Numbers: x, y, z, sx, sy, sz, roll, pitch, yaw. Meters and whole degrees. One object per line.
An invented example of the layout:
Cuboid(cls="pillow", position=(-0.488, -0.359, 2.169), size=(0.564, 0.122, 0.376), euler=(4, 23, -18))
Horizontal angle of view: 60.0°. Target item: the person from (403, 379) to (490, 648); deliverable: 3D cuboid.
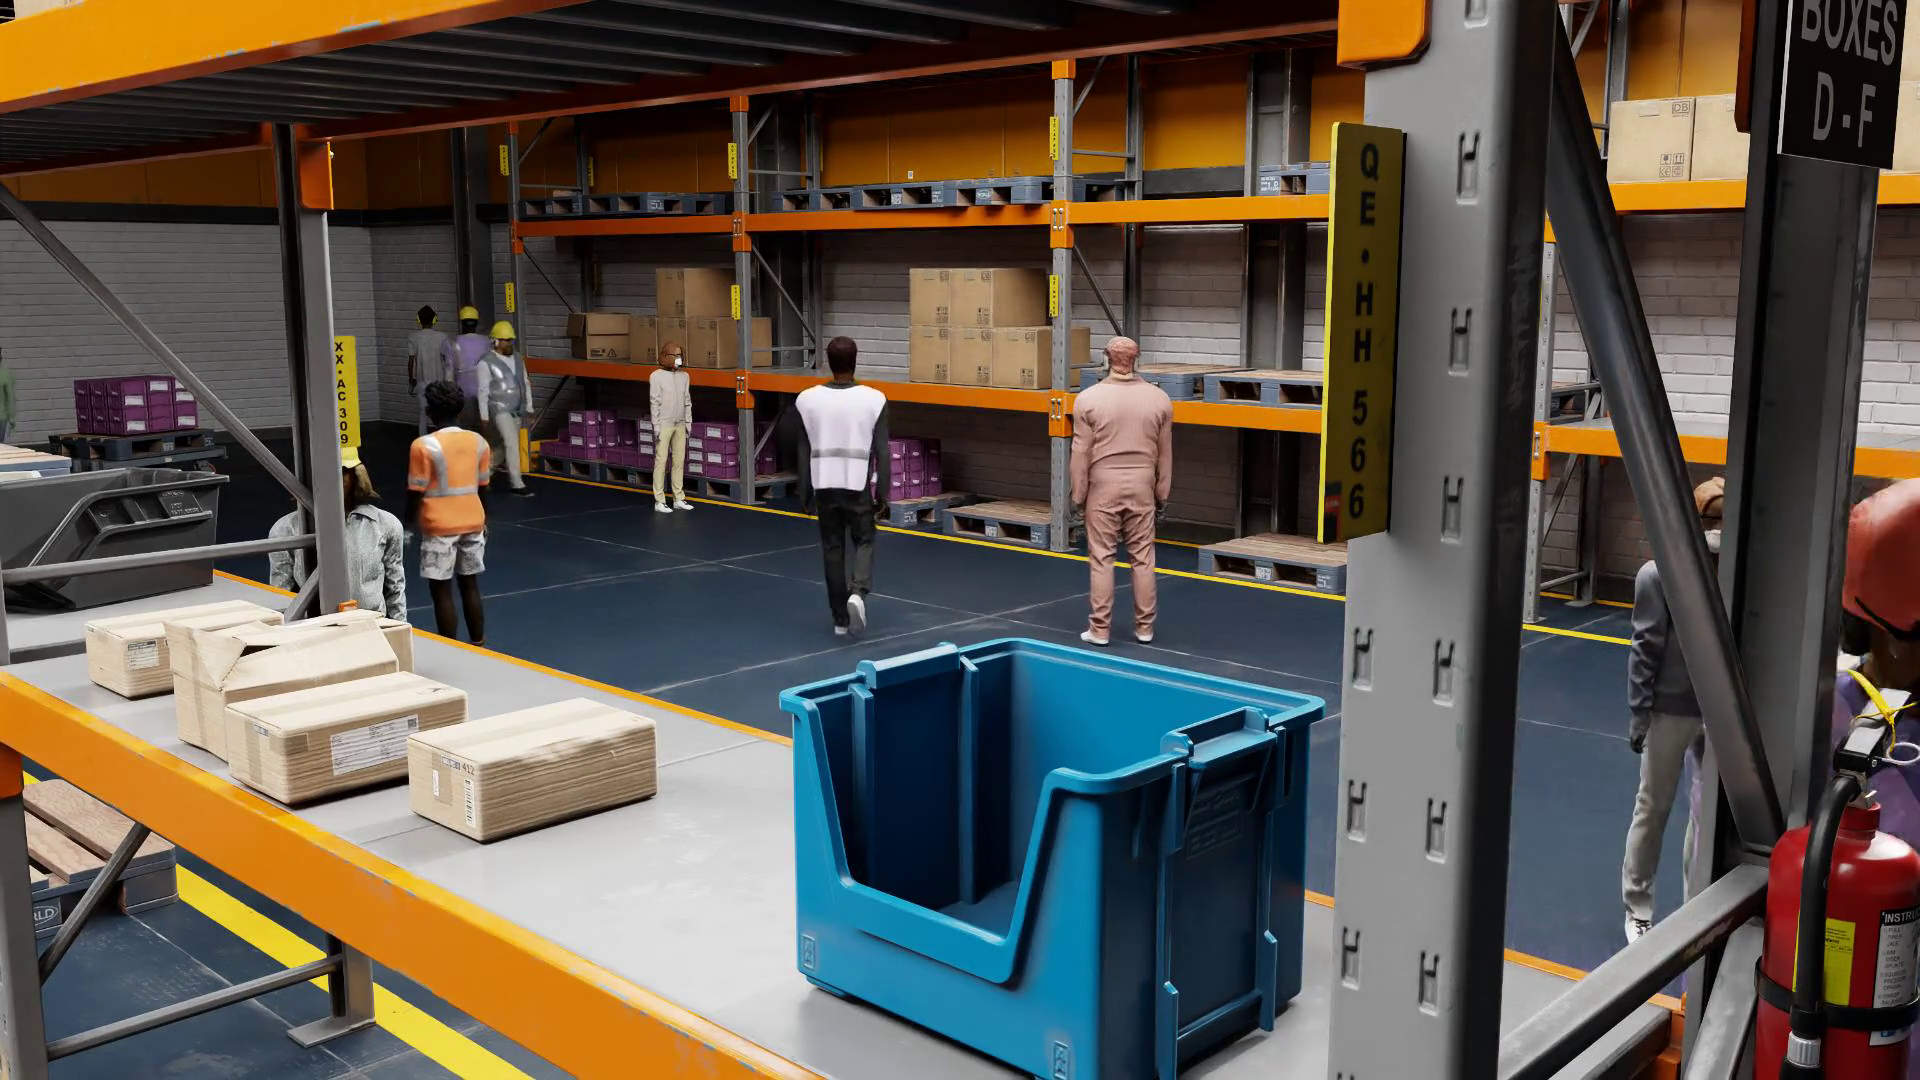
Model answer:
Cuboid(cls="person", position=(-2.909, -0.068, 9.481), size=(0.342, 1.691, 0.547), euler=(6, 11, 31))

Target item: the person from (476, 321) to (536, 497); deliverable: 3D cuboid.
Cuboid(cls="person", position=(-4.707, -1.348, 17.037), size=(0.839, 1.801, 0.601), euler=(5, 10, 27))

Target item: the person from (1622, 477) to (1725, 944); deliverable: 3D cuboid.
Cuboid(cls="person", position=(2.489, 0.598, 5.594), size=(0.503, 1.631, 0.283), euler=(-1, 9, -4))

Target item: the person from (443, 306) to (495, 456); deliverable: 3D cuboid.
Cuboid(cls="person", position=(-5.376, -1.612, 18.353), size=(0.595, 1.899, 0.502), euler=(-5, 10, -27))

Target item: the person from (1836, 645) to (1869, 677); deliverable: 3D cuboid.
Cuboid(cls="person", position=(2.778, 0.716, 4.895), size=(0.527, 1.617, 0.520), euler=(-2, 10, -15))

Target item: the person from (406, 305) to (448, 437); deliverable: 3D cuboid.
Cuboid(cls="person", position=(-6.485, -1.926, 20.345), size=(0.526, 1.871, 0.324), euler=(-3, 10, -17))

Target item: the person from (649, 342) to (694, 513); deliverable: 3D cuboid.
Cuboid(cls="person", position=(-2.757, -1.077, 15.887), size=(0.276, 1.629, 0.498), euler=(7, 12, 38))

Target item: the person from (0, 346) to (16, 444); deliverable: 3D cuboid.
Cuboid(cls="person", position=(-9.758, -1.208, 16.734), size=(0.509, 1.610, 0.432), euler=(-3, 10, -17))

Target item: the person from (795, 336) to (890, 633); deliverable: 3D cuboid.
Cuboid(cls="person", position=(-0.731, -0.325, 10.440), size=(0.592, 1.903, 0.540), euler=(1, 9, 3))

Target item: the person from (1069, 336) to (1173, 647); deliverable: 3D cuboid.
Cuboid(cls="person", position=(0.979, -0.295, 10.235), size=(0.651, 1.904, 0.403), euler=(-2, 9, -12))

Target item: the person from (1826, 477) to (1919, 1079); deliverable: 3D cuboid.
Cuboid(cls="person", position=(1.442, 0.875, 2.753), size=(0.623, 2.014, 0.691), euler=(-3, 10, -16))

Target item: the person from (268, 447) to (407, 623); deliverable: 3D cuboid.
Cuboid(cls="person", position=(-2.287, 0.446, 6.186), size=(0.487, 1.744, 0.297), euler=(-6, 11, -32))
